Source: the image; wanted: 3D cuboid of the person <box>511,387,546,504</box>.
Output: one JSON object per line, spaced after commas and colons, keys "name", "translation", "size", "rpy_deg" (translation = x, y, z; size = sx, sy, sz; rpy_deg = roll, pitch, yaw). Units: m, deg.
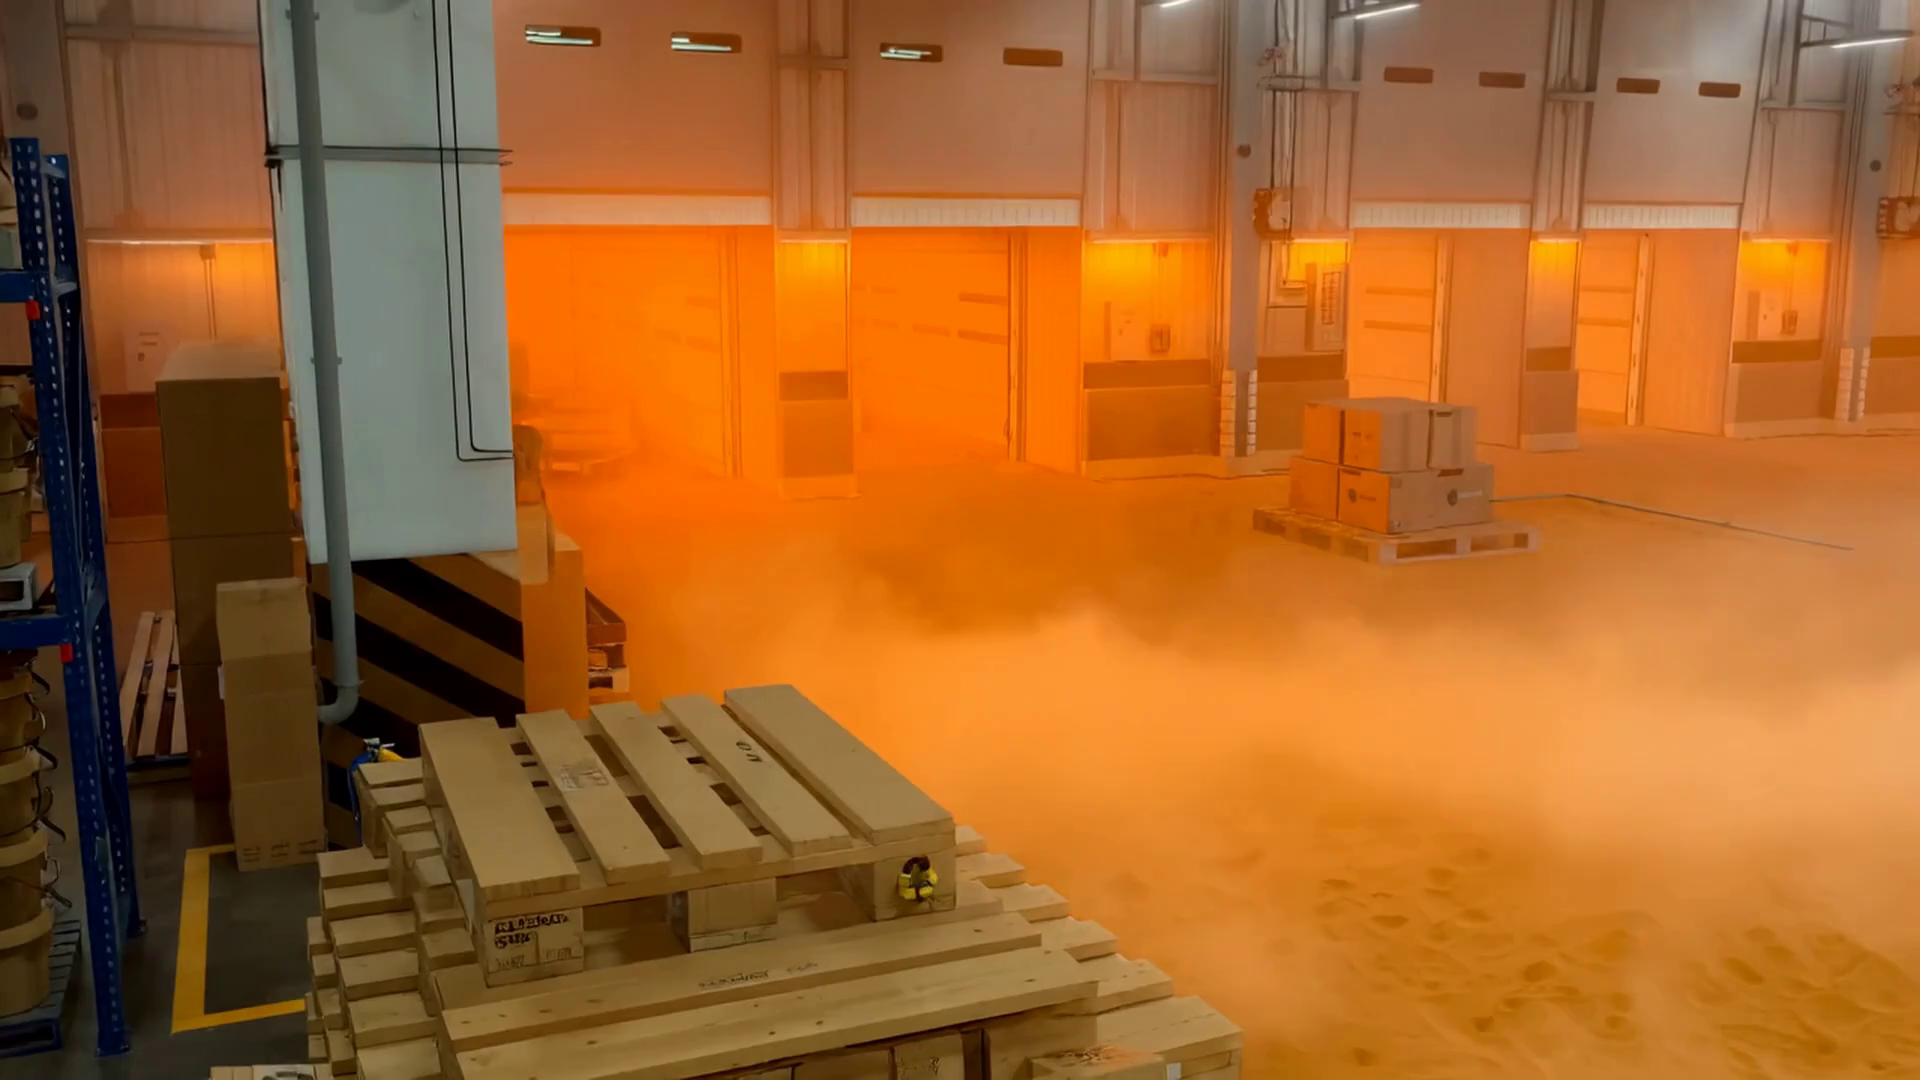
{"name": "person", "translation": [-3.118, -0.241, 11.788], "size": [0.320, 1.692, 0.531], "rpy_deg": [2, 10, 10]}
